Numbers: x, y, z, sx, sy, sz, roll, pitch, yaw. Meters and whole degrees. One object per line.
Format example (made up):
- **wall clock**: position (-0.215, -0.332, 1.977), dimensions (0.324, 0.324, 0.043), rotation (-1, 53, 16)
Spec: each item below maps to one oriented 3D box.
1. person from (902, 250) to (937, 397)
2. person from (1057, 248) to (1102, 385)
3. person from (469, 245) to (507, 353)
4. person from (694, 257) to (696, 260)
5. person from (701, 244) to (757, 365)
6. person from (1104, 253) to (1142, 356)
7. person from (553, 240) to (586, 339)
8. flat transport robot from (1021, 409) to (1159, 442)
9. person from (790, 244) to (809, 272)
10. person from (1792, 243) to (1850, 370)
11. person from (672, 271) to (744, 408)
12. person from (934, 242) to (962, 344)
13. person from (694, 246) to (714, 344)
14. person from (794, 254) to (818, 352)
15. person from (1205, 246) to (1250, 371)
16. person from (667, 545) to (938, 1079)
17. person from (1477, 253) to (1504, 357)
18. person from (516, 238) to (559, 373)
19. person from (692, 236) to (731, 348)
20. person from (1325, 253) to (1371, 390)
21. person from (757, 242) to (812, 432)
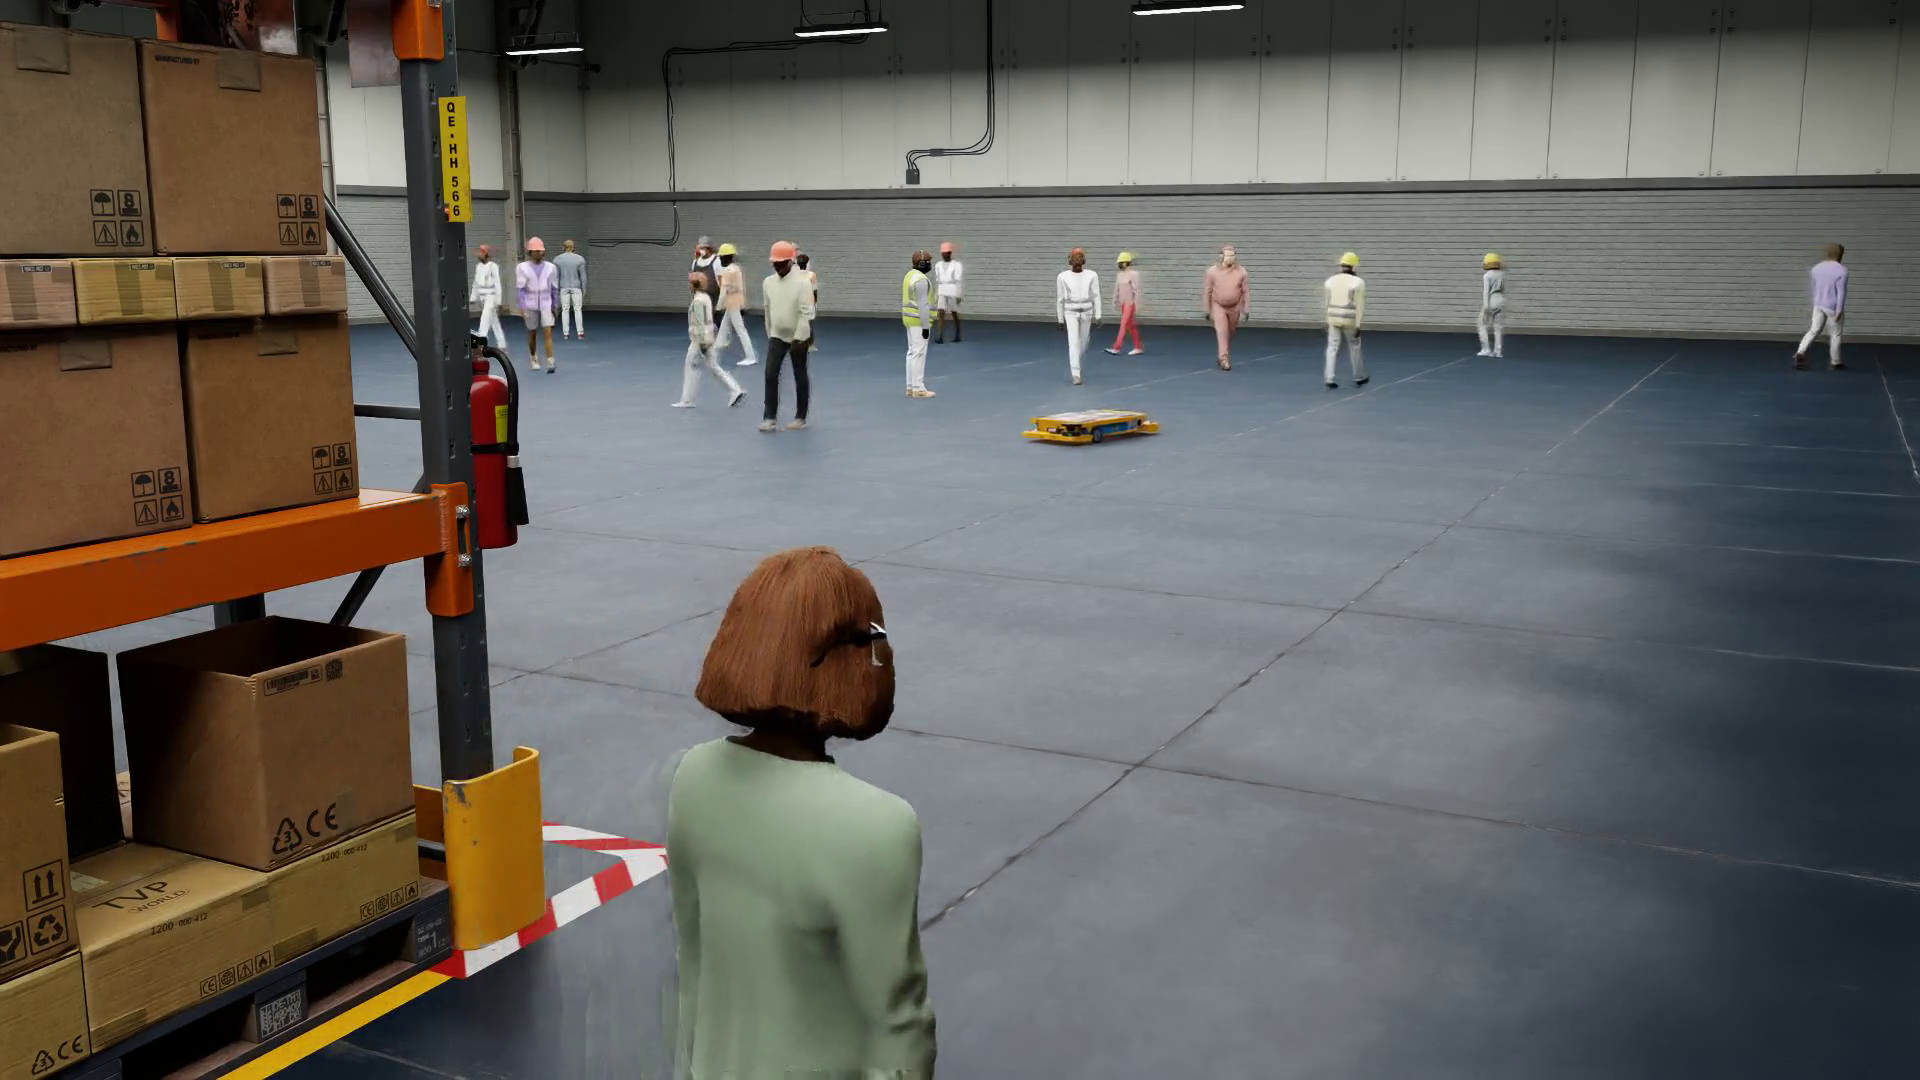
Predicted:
- **person**: position (-0.500, -2.698, 20.834), dimensions (0.430, 1.837, 0.630), rotation (-3, 11, -16)
- **person**: position (1.617, -3.076, 22.850), dimensions (0.588, 1.856, 0.914), rotation (-1, 10, -7)
- **person**: position (-8.110, -4.060, 28.235), dimensions (0.950, 1.841, 0.599), rotation (-9, 14, -41)
- **person**: position (-6.308, -6.420, 41.097), dimensions (0.430, 1.845, 0.619), rotation (-8, 13, -38)
- **person**: position (-3.644, -3.658, 25.946), dimensions (1.012, 1.871, 0.610), rotation (1, 10, 4)
- **person**: position (2.751, -3.964, 28.031), dimensions (0.893, 1.718, 0.545), rotation (-5, 12, -27)
- **person**: position (-7.599, -4.876, 32.434), dimensions (0.628, 1.932, 0.375), rotation (0, 10, -3)
- **flat transport robot**: position (1.316, -1.153, 16.659), dimensions (0.652, 0.197, 1.431), rotation (9, 14, 41)
- **person**: position (-3.249, -4.838, 32.428), dimensions (0.651, 1.862, 0.986), rotation (4, 11, 22)
- **person**: position (12.970, -3.487, 24.918), dimensions (0.925, 1.913, 0.629), rotation (-5, 12, -27)
- **person**: position (-2.972, -2.345, 19.512), dimensions (0.793, 1.609, 0.508), rotation (1, 10, 7)
- **person**: position (-0.209, -4.650, 31.315), dimensions (0.556, 1.895, 0.972), rotation (4, 11, 23)
- **person**: position (-4.711, -4.489, 30.552), dimensions (0.374, 1.843, 0.574), rotation (4, 11, 20)
- **person**: position (-2.702, -4.088, 28.781), dimensions (0.532, 1.695, 0.319), rotation (2, 11, 13)
- **person**: position (4.049, -3.524, 25.265), dimensions (0.644, 1.869, 0.953), rotation (-1, 10, -3)
- **person**: position (-0.248, 0.814, 2.233), dimensions (0.479, 1.617, 0.522), rotation (-9, 14, -40)
- **person**: position (8.839, -3.900, 27.686), dimensions (0.516, 1.723, 0.503), rotation (-7, 12, -32)
- **person**: position (-6.262, -3.476, 24.655), dimensions (0.622, 1.987, 1.069), rotation (-4, 11, -21)
- **person**: position (-4.327, -4.279, 28.876), dimensions (0.682, 2.000, 0.768), rotation (4, 11, 21)
- **person**: position (5.119, -2.884, 21.966), dimensions (0.598, 1.782, 0.903), rotation (8, 13, 38)
- **person**: position (-1.804, -2.076, 17.128), dimensions (0.596, 1.943, 0.917), rotation (4, 11, 20)
